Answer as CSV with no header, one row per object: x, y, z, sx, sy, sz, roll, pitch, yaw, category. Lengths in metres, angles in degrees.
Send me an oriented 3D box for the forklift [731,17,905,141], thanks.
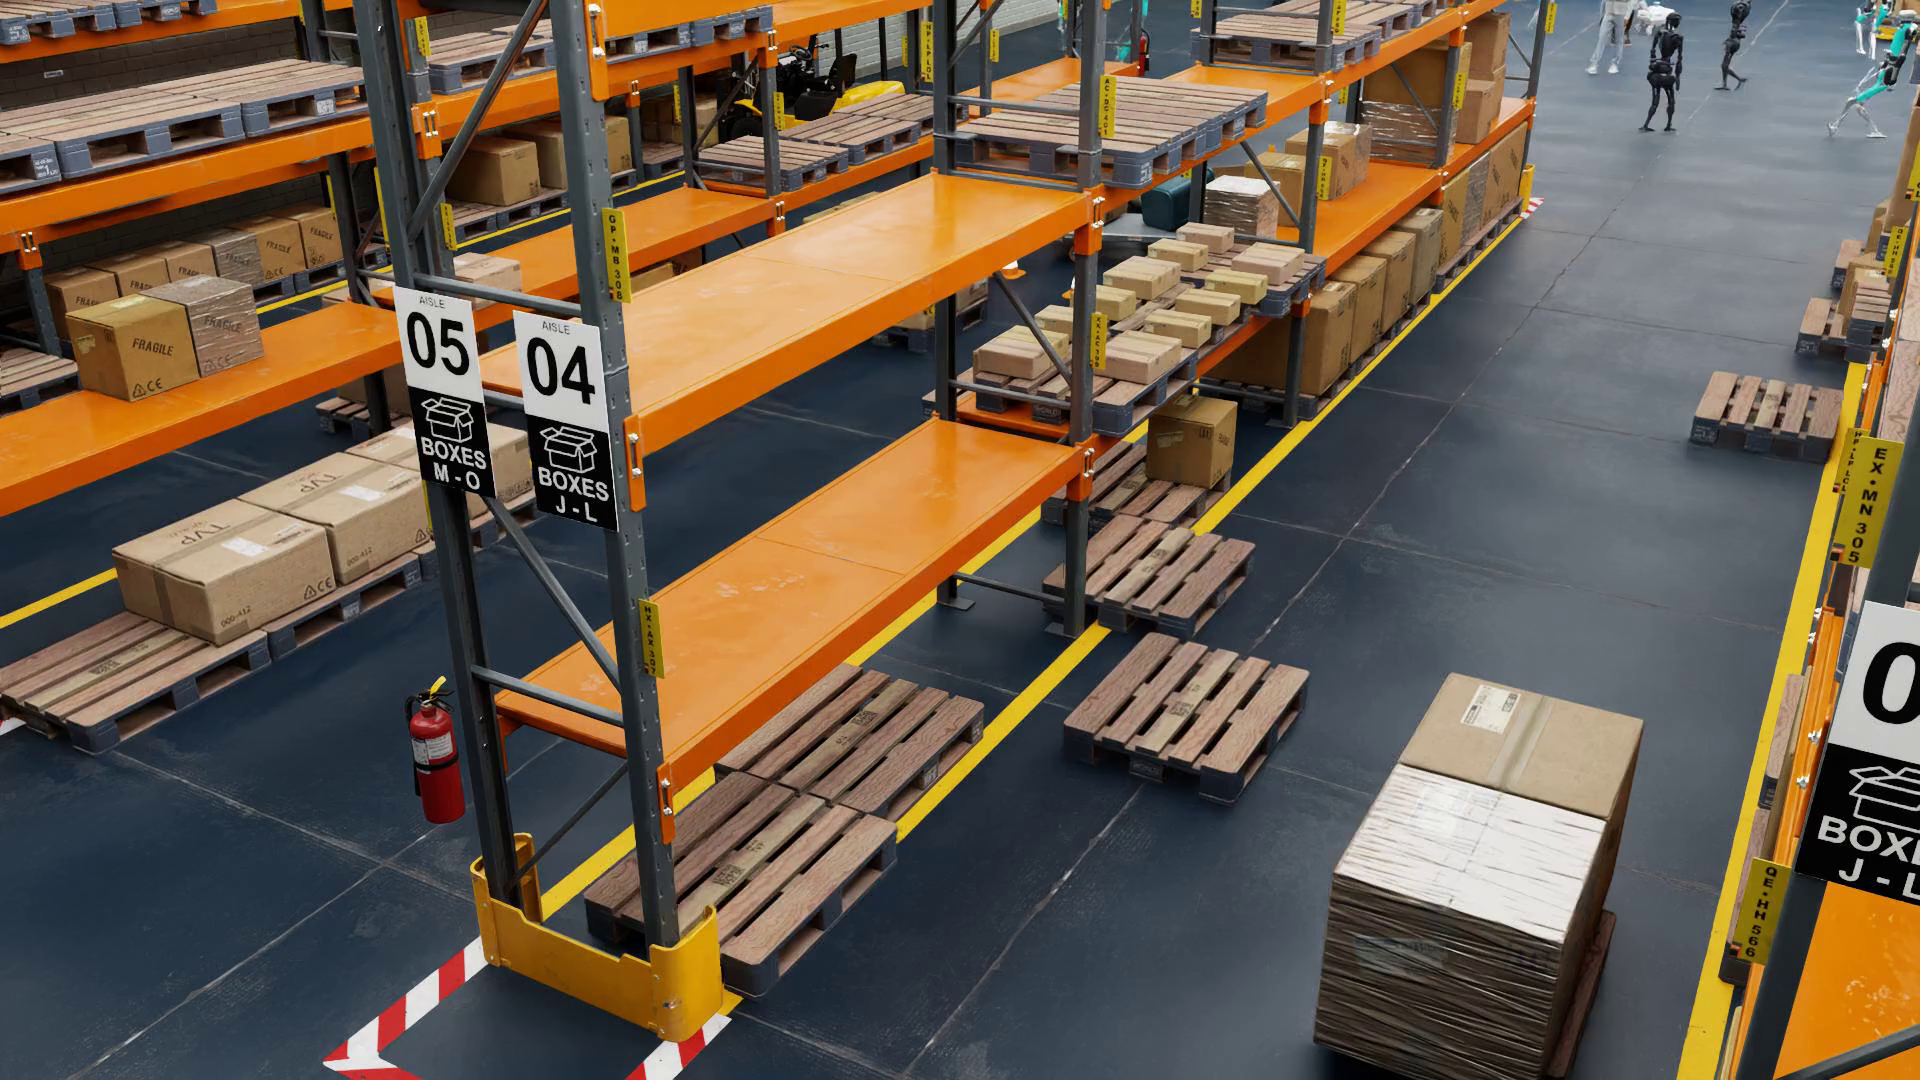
-1.819,-5.975,21.543,2.313,2.155,1.214,14,29,26,forklift

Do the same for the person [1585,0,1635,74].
10.779,-8.630,27.414,0.609,1.882,0.868,21,32,36,person

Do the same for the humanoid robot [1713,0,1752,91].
12.221,-7.888,26.102,0.471,1.643,0.591,11,28,21,humanoid robot

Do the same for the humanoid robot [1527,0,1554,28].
11.246,-10.737,31.991,0.827,1.796,0.530,1,26,2,humanoid robot

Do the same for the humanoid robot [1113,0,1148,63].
2.652,-8.038,26.380,0.654,1.825,0.531,6,26,13,humanoid robot

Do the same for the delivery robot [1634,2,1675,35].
13.225,-9.911,31.627,0.801,0.612,0.499,-16,30,-29,delivery robot

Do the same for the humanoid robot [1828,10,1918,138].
12.557,-6.428,23.024,0.962,1.772,0.556,5,26,11,humanoid robot

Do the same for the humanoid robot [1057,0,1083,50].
1.894,-9.536,29.454,0.542,1.785,0.698,11,28,21,humanoid robot

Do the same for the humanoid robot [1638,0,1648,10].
13.276,-10.718,31.803,0.743,1.691,0.533,3,26,6,humanoid robot

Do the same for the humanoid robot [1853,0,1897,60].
15.880,-9.259,28.904,0.530,1.783,0.848,0,26,0,humanoid robot

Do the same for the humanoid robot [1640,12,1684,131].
9.942,-6.589,23.422,0.496,1.652,0.608,-11,28,-22,humanoid robot

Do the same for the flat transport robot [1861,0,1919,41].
17.599,-9.559,31.205,0.659,0.231,1.431,15,29,28,flat transport robot

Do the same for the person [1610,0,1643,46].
12.078,-9.923,30.029,0.612,1.943,0.437,2,26,4,person

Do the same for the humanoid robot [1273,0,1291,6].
5.194,-8.390,27.211,0.772,1.635,0.583,-10,27,-19,humanoid robot
